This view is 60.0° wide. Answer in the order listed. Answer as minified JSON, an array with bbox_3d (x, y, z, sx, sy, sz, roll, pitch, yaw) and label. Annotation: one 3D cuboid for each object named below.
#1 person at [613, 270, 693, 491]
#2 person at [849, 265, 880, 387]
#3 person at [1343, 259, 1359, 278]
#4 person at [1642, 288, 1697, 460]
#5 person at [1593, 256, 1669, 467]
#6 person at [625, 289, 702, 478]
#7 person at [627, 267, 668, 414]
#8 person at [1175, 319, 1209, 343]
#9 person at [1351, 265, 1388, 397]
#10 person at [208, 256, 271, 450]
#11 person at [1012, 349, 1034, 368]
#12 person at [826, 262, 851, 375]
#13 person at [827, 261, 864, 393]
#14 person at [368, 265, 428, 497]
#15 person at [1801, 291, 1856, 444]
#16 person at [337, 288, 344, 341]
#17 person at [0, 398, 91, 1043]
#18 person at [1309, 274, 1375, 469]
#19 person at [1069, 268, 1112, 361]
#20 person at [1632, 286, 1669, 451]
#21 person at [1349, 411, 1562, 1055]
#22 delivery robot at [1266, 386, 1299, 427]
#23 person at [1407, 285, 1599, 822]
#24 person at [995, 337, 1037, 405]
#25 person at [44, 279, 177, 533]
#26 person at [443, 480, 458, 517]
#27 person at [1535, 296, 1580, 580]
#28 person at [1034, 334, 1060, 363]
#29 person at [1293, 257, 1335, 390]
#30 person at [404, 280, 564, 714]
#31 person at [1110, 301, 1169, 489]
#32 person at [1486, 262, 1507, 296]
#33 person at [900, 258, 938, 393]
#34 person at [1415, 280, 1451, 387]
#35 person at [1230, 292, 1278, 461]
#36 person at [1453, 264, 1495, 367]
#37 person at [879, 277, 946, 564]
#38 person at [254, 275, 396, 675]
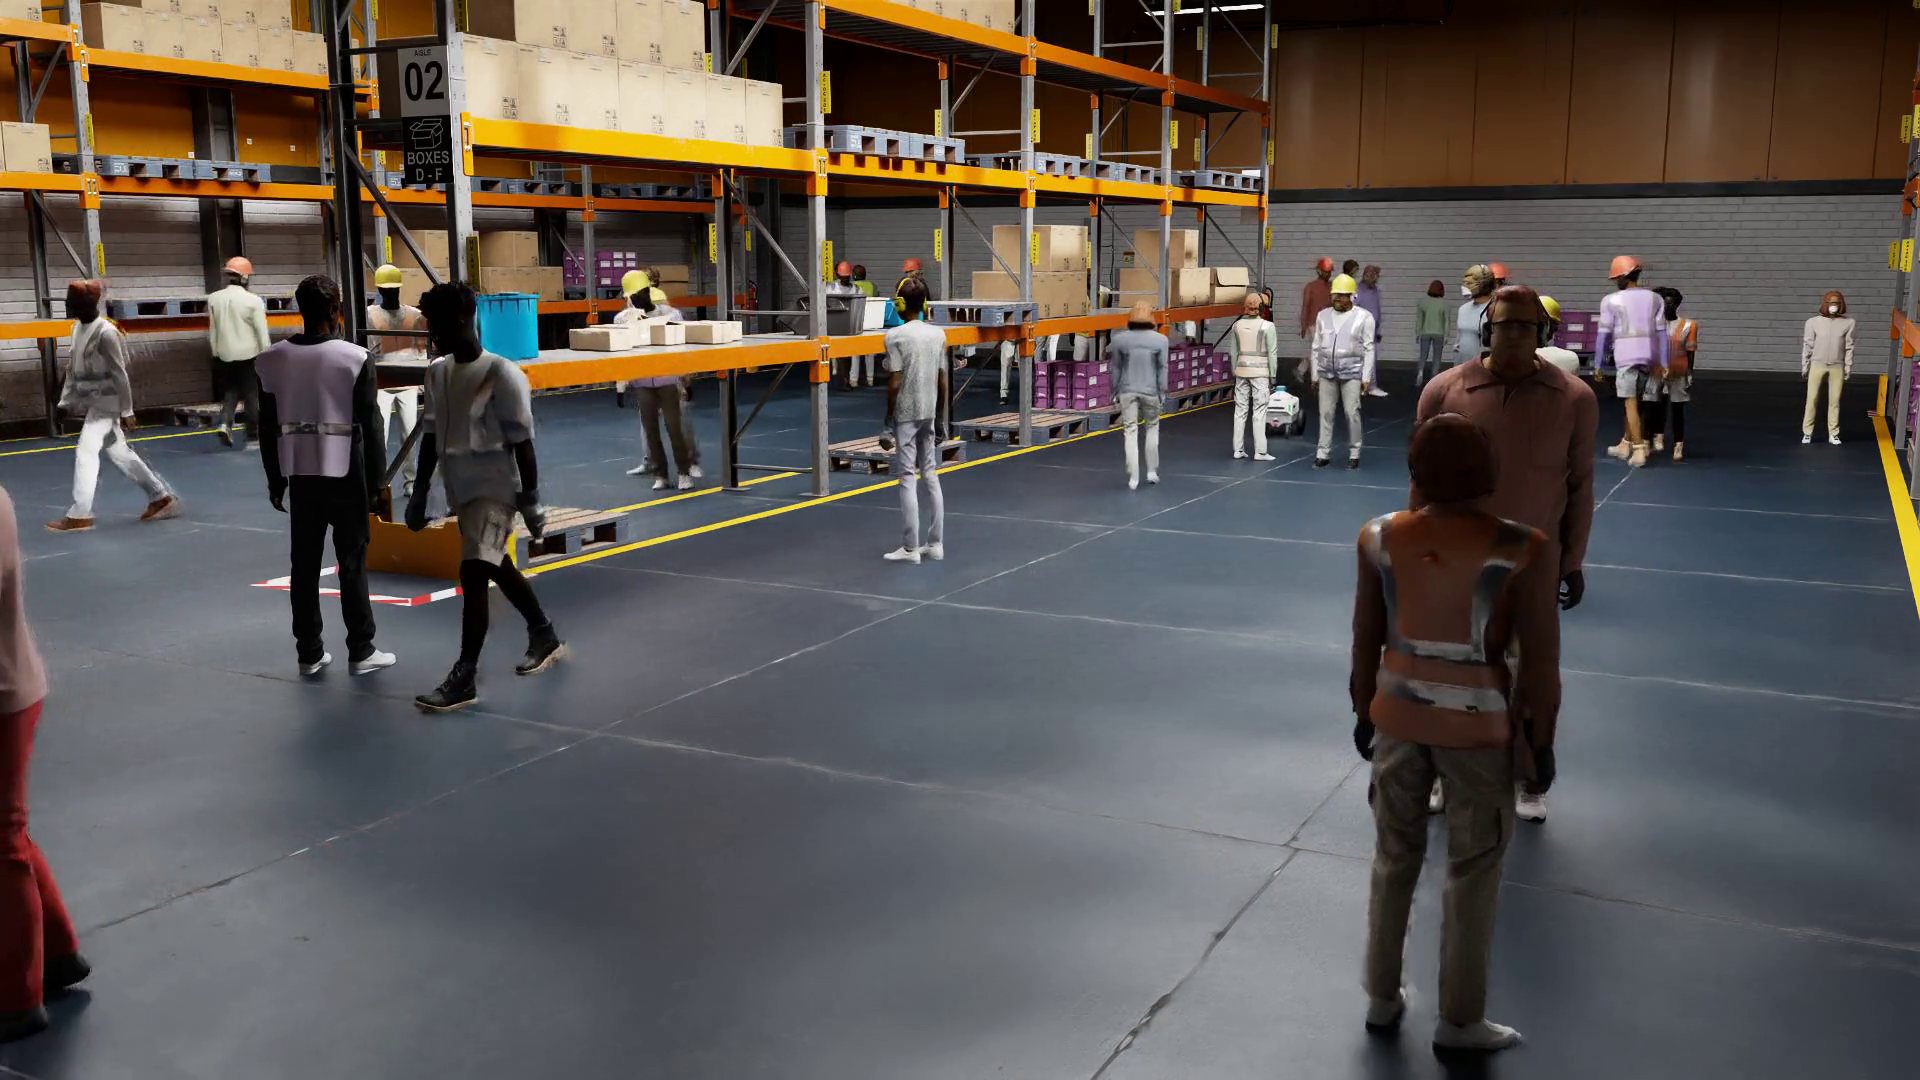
[{"bbox_3d":[-2.603,-1.339,14.092,0.635,1.875,0.531,-1,10,-4],"label":"person"},{"bbox_3d":[-1.530,-3.249,25.261,0.636,1.842,0.429,-6,11,-31],"label":"person"},{"bbox_3d":[5.826,-3.281,25.214,0.406,1.926,0.640,2,10,12],"label":"person"},{"bbox_3d":[6.906,-1.618,16.274,0.535,1.688,0.321,4,11,23],"label":"person"},{"bbox_3d":[6.409,-1.712,15.920,0.628,1.984,0.936,-1,10,-8],"label":"person"},{"bbox_3d":[-2.650,-1.398,14.942,0.571,1.697,0.594,9,13,42],"label":"person"},{"bbox_3d":[-3.881,-2.508,20.972,0.622,1.845,0.430,6,12,33],"label":"person"},{"bbox_3d":[3.786,-3.581,26.957,0.566,1.917,0.436,-4,10,-20],"label":"person"},{"bbox_3d":[5.784,-2.966,23.581,0.618,1.860,0.657,9,13,41],"label":"person"},{"bbox_3d":[-7.348,-1.895,17.004,0.649,1.982,0.464,1,10,8],"label":"person"},{"bbox_3d":[1.095,-3.983,29.393,0.576,1.881,0.352,-5,11,-25],"label":"person"},{"bbox_3d":[-1.967,-3.667,27.629,0.514,1.862,0.328,3,10,16],"label":"person"},{"bbox_3d":[-1.624,-3.078,24.116,0.572,1.882,0.906,-3,10,-15],"label":"person"},{"bbox_3d":[-4.616,-1.274,13.580,0.591,1.926,0.386,-7,12,-34],"label":"person"},{"bbox_3d":[9.177,-1.820,17.616,0.493,1.626,0.286,3,10,18],"label":"person"},{"bbox_3d":[-5.386,-1.324,14.342,0.364,1.754,0.545,-6,11,-31],"label":"person"},{"bbox_3d":[-2.509,0.422,4.240,0.324,1.768,0.545,-6,11,-29],"label":"person"},{"bbox_3d":[3.568,-1.555,15.550,0.611,1.829,0.510,7,12,34],"label":"person"},{"bbox_3d":[1.795,-2.838,22.921,0.621,1.835,0.430,-1,10,-5],"label":"person"},{"bbox_3d":[7.136,-1.755,17.062,0.544,1.687,0.417,1,10,8],"label":"person"},{"bbox_3d":[1.224,0.499,4.203,0.555,1.629,0.316,9,13,41],"label":"person"},{"bbox_3d":[3.531,-1.457,18.338,0.477,0.478,0.707,3,10,18],"label":"delivery robot"},{"bbox_3d":[1.925,0.052,5.954,0.641,1.912,0.410,2,10,14],"label":"person"},{"bbox_3d":[0.746,-2.709,22.161,0.590,1.833,0.404,0,10,-1],"label":"person"},{"bbox_3d":[-6.301,-1.004,12.288,0.952,1.846,0.576,-9,13,-43],"label":"person"},{"bbox_3d":[-3.792,-0.978,12.694,0.514,1.642,0.314,4,11,24],"label":"person"},{"bbox_3d":[3.549,-0.616,10.262,0.524,1.759,0.328,6,11,31],"label":"person"},{"bbox_3d":[1.427,-3.563,26.823,0.630,1.933,0.356,8,13,40],"label":"person"},{"bbox_3d":[5.283,-3.220,24.762,0.633,1.964,0.736,-7,12,-34],"label":"person"},{"bbox_3d":[-2.176,-0.236,7.656,0.601,1.910,0.993,8,12,37],"label":"person"},{"bbox_3d":[1.555,-1.267,14.472,0.511,1.607,0.676,1,10,8],"label":"person"},{"bbox_3d":[6.013,-2.133,18.568,0.647,1.922,0.559,3,10,18],"label":"person"},{"bbox_3d":[-0.491,-3.063,23.969,0.760,1.968,0.641,-3,10,-16],"label":"person"},{"bbox_3d":[6.984,-3.021,24.578,0.515,1.624,0.406,5,11,27],"label":"person"},{"bbox_3d":[2.860,-1.582,16.200,0.522,1.639,0.306,9,14,43],"label":"person"},{"bbox_3d":[4.157,-1.233,13.316,0.369,1.936,0.630,-3,10,-18],"label":"person"},{"bbox_3d":[-0.307,-0.775,10.873,0.533,1.864,0.310,-9,13,-42],"label":"person"},{"bbox_3d":[-3.038,-0.300,7.965,0.600,1.917,0.377,1,10,5],"label":"person"}]
